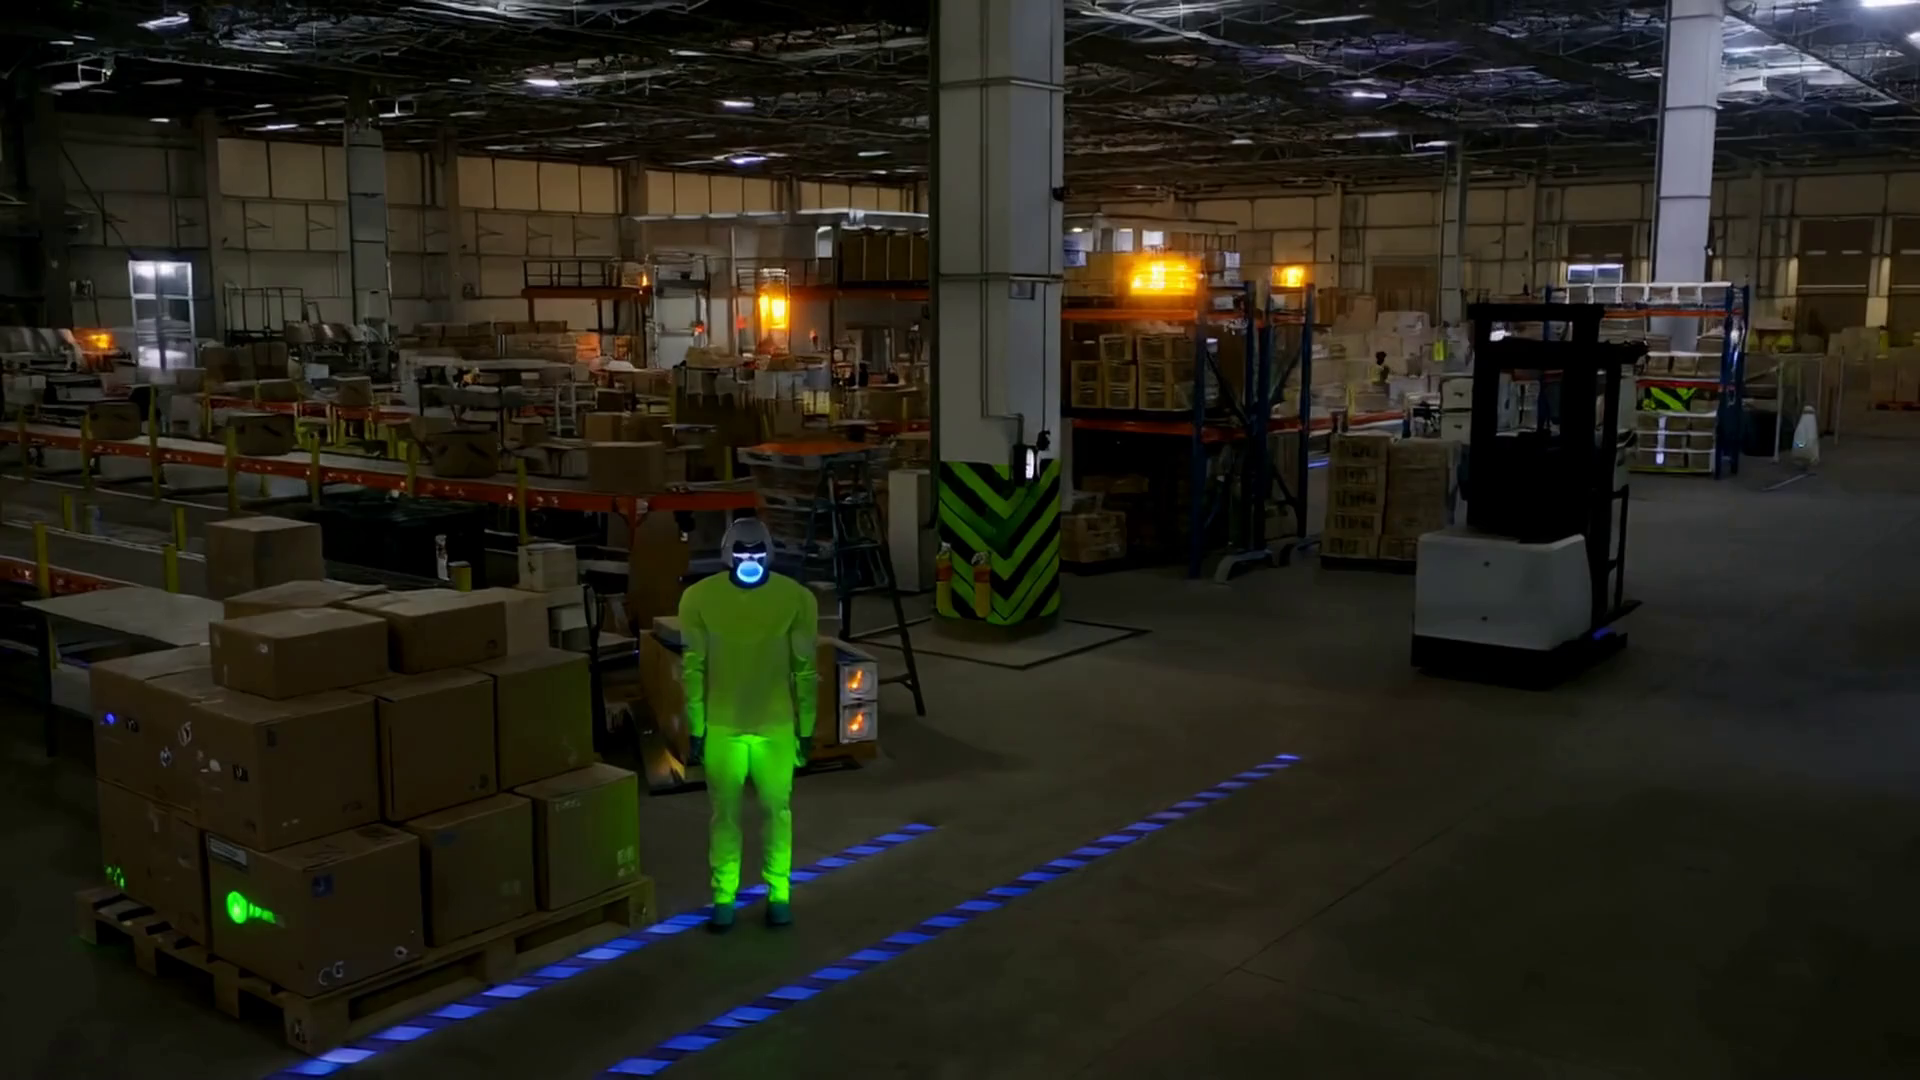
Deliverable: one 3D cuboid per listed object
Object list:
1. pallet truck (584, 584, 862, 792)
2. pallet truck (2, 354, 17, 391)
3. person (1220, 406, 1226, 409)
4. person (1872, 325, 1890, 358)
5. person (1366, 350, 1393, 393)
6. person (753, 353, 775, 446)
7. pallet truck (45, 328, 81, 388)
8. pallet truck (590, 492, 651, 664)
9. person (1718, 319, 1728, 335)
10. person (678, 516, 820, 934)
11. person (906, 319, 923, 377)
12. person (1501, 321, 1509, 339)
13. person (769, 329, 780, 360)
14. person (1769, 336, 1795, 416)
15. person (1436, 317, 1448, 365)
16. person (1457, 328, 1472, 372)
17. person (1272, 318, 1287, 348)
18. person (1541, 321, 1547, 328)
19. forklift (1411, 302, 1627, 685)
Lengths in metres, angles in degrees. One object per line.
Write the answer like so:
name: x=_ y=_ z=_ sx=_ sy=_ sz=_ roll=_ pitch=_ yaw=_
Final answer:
pallet truck: x=-1.426 y=0.805 z=10.019 sx=1.601 sy=1.201 sz=0.680 roll=-4 pitch=9 yaw=-26
pallet truck: x=-24.881 y=-4.417 z=42.634 sx=1.885 sy=1.965 sz=0.823 roll=8 pitch=11 yaw=41
person: x=4.373 y=-2.337 z=29.217 sx=0.612 sy=1.813 sz=0.423 roll=7 pitch=11 yaw=38
person: x=35.343 y=-7.382 z=63.738 sx=0.554 sy=1.683 sz=0.561 roll=-2 pitch=9 yaw=-14
person: x=8.976 y=-3.215 z=35.585 sx=0.540 sy=1.683 sz=0.419 roll=8 pitch=11 yaw=41
person: x=-3.735 y=-2.661 z=31.581 sx=0.317 sy=1.766 sz=0.534 roll=6 pitch=11 yaw=37
pallet truck: x=-23.775 y=-4.544 z=43.495 sx=1.885 sy=1.965 sz=0.823 roll=6 pitch=10 yaw=35
pallet truck: x=-3.115 y=0.344 z=12.883 sx=0.653 sy=1.274 sz=1.630 roll=7 pitch=11 yaw=37
person: x=29.254 y=-7.510 z=63.800 sx=0.481 sy=1.902 sz=0.632 roll=8 pitch=12 yaw=43
person: x=-0.944 y=0.835 z=7.505 sx=0.626 sy=1.925 sz=0.390 roll=-1 pitch=8 yaw=-5
person: x=-1.548 y=-6.339 z=55.439 sx=0.615 sy=2.040 sz=0.391 roll=-5 pitch=10 yaw=-31
person: x=26.115 y=-9.845 z=79.612 sx=0.548 sy=1.895 sz=0.997 roll=-7 pitch=11 yaw=-38
person: x=-7.459 y=-7.820 z=66.110 sx=0.956 sy=1.847 sz=0.591 roll=7 pitch=11 yaw=41
person: x=18.703 y=-3.667 z=37.817 sx=0.548 sy=1.921 sz=0.452 roll=-5 pitch=10 yaw=-30
person: x=19.592 y=-8.087 z=67.614 sx=0.371 sy=1.932 sz=0.628 roll=-5 pitch=10 yaw=-28
person: x=15.000 y=-5.350 z=49.387 sx=0.494 sy=1.857 sz=0.552 roll=-1 pitch=9 yaw=-8
person: x=14.286 y=-9.045 z=74.390 sx=0.653 sy=1.829 sz=0.442 roll=3 pitch=9 yaw=17
person: x=20.920 y=-6.860 z=59.330 sx=1.037 sy=1.941 sz=0.640 roll=-1 pitch=9 yaw=-8
forklift: x=4.379 y=-0.438 z=12.852 sx=1.129 sy=2.768 sz=1.873 roll=7 pitch=11 yaw=37
